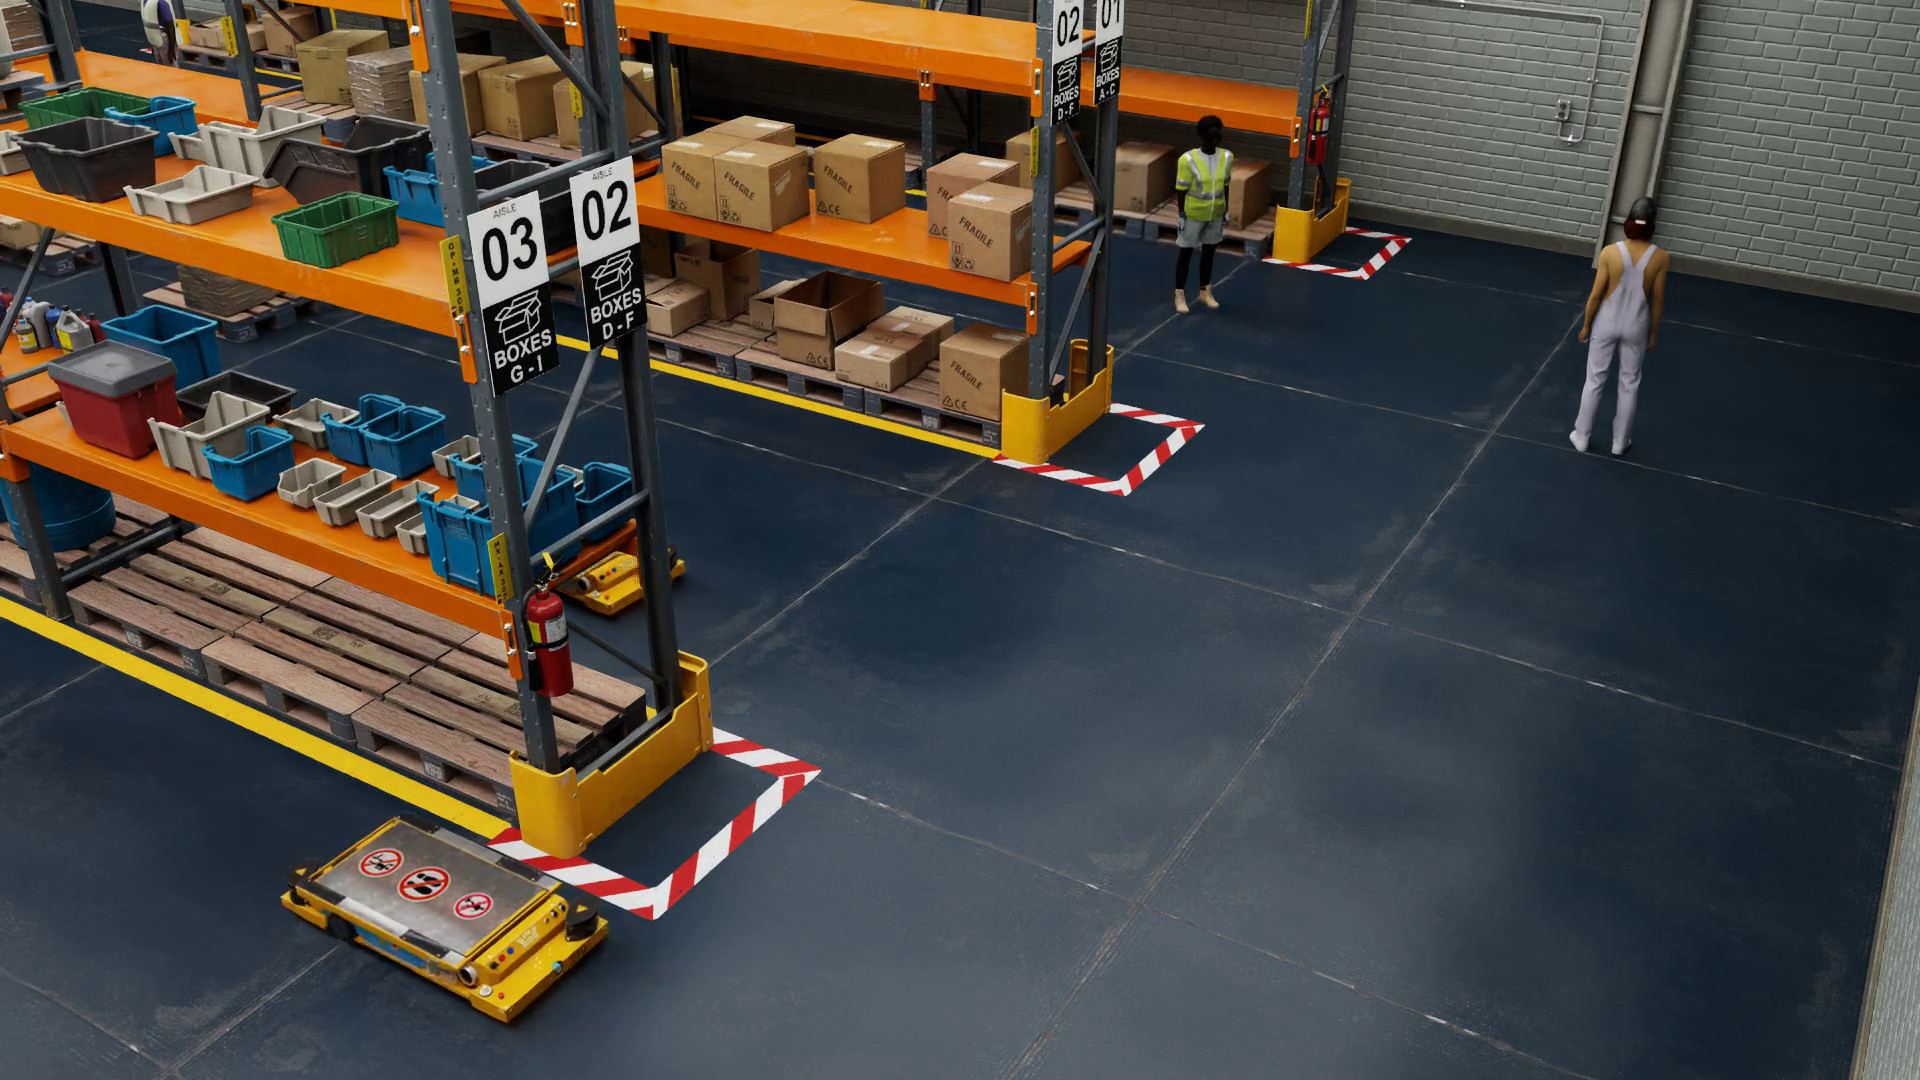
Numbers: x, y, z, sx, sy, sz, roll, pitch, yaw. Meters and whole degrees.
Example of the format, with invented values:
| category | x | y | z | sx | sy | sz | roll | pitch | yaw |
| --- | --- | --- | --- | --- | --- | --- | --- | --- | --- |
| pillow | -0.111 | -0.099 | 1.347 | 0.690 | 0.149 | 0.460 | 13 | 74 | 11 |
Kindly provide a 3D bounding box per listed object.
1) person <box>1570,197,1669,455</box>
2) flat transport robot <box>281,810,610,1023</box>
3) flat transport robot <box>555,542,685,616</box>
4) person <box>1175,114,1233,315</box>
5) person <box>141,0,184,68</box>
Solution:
| category | x | y | z | sx | sy | sz | roll | pitch | yaw |
| --- | --- | --- | --- | --- | --- | --- | --- | --- | --- |
| person | 4.640 | -1.506 | 11.699 | 0.517 | 1.863 | 0.385 | 9 | 30 | 15 |
| flat transport robot | -2.372 | 1.682 | 7.616 | 1.431 | 0.231 | 0.659 | 16 | 33 | 27 |
| flat transport robot | -2.490 | 0.060 | 10.525 | 1.431 | 0.231 | 0.659 | 19 | 34 | 30 |
| person | 2.061 | -2.764 | 14.123 | 0.531 | 1.698 | 0.319 | -11 | 31 | -19 |
| person | -9.225 | -5.731 | 19.296 | 0.377 | 1.843 | 0.570 | -24 | 37 | -36 |
